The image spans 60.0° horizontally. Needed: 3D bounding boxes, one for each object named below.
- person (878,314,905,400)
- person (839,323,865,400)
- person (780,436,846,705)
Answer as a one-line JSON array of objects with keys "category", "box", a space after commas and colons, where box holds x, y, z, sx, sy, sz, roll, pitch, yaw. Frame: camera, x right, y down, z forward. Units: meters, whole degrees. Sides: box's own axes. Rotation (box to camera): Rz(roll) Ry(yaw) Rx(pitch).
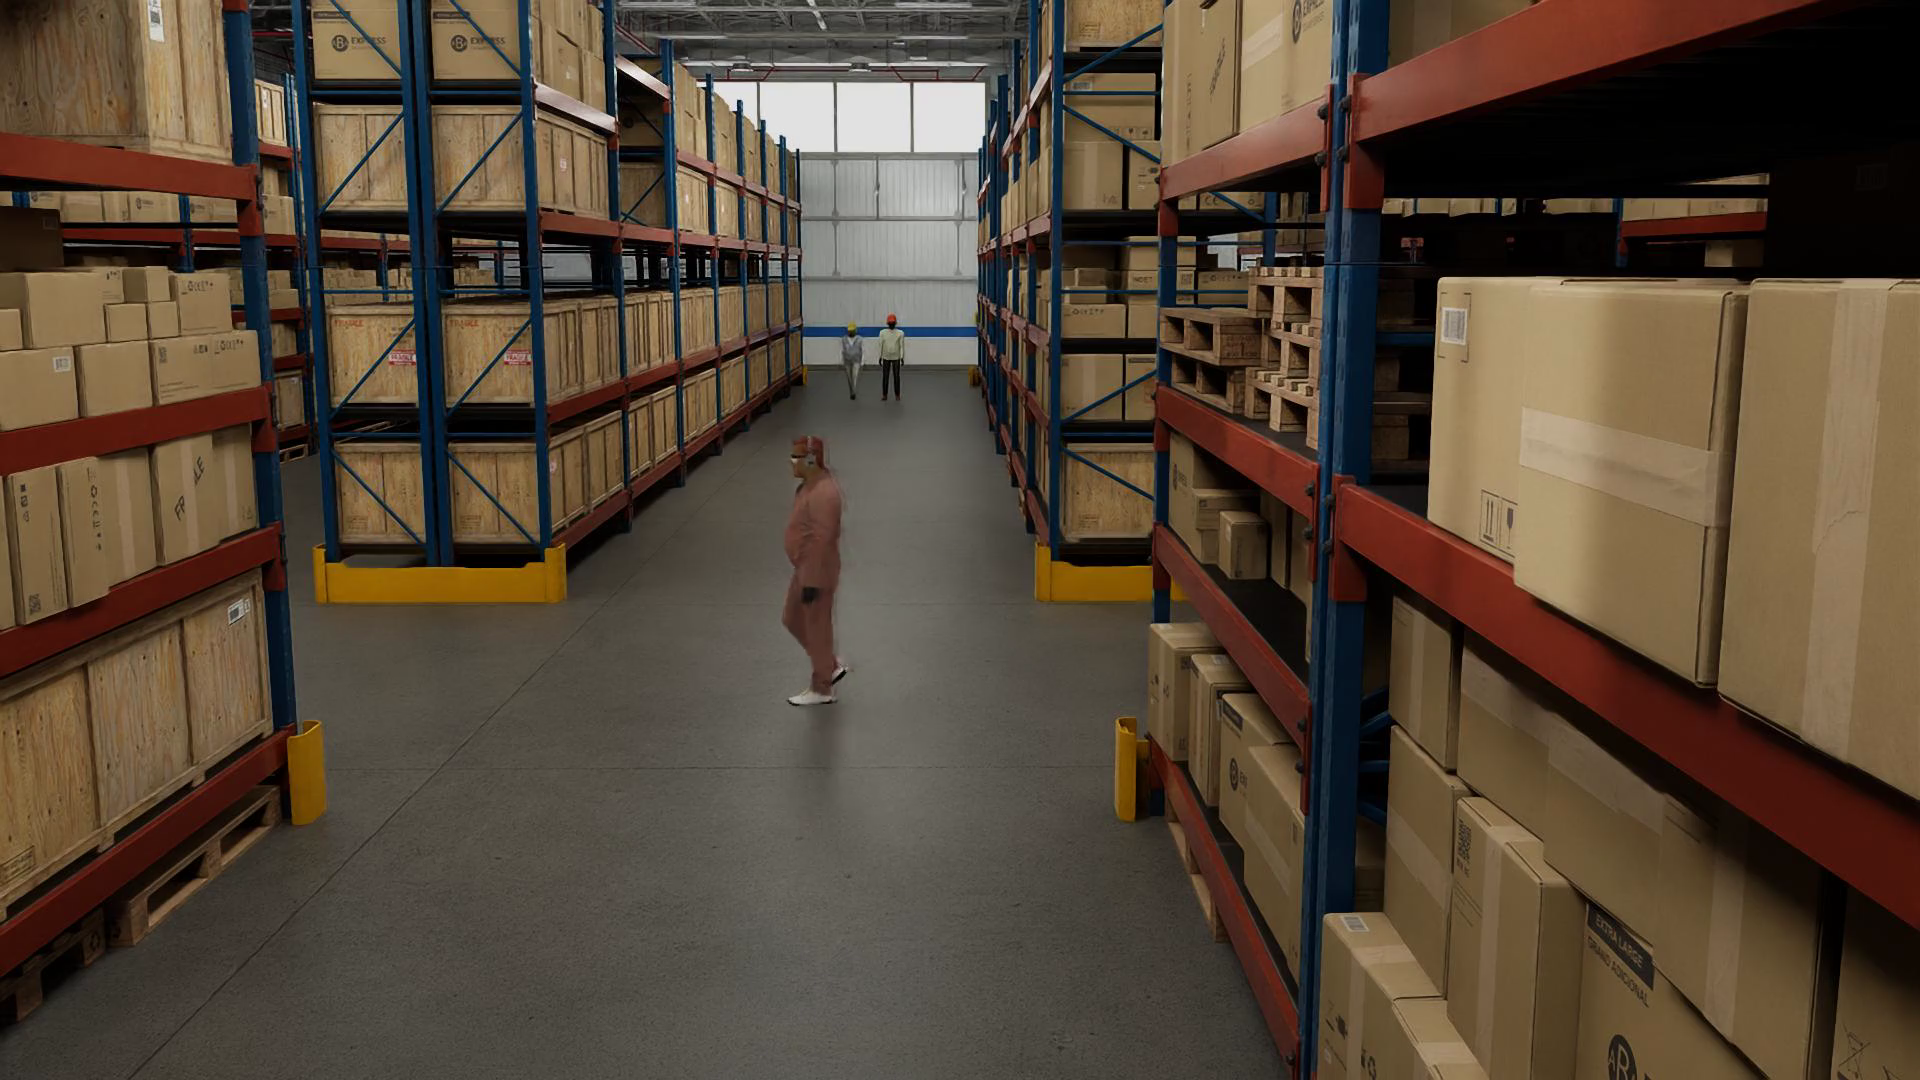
[{"category": "person", "box": [-1.585, -4.222, 38.447, 0.612, 1.997, 0.375, 0, 9, -1]}, {"category": "person", "box": [-2.505, -4.169, 38.739, 0.600, 1.800, 0.883, 1, 9, 5]}, {"category": "person", "box": [-1.041, 0.218, 11.524, 0.431, 1.891, 0.674, -2, 9, -10]}]
